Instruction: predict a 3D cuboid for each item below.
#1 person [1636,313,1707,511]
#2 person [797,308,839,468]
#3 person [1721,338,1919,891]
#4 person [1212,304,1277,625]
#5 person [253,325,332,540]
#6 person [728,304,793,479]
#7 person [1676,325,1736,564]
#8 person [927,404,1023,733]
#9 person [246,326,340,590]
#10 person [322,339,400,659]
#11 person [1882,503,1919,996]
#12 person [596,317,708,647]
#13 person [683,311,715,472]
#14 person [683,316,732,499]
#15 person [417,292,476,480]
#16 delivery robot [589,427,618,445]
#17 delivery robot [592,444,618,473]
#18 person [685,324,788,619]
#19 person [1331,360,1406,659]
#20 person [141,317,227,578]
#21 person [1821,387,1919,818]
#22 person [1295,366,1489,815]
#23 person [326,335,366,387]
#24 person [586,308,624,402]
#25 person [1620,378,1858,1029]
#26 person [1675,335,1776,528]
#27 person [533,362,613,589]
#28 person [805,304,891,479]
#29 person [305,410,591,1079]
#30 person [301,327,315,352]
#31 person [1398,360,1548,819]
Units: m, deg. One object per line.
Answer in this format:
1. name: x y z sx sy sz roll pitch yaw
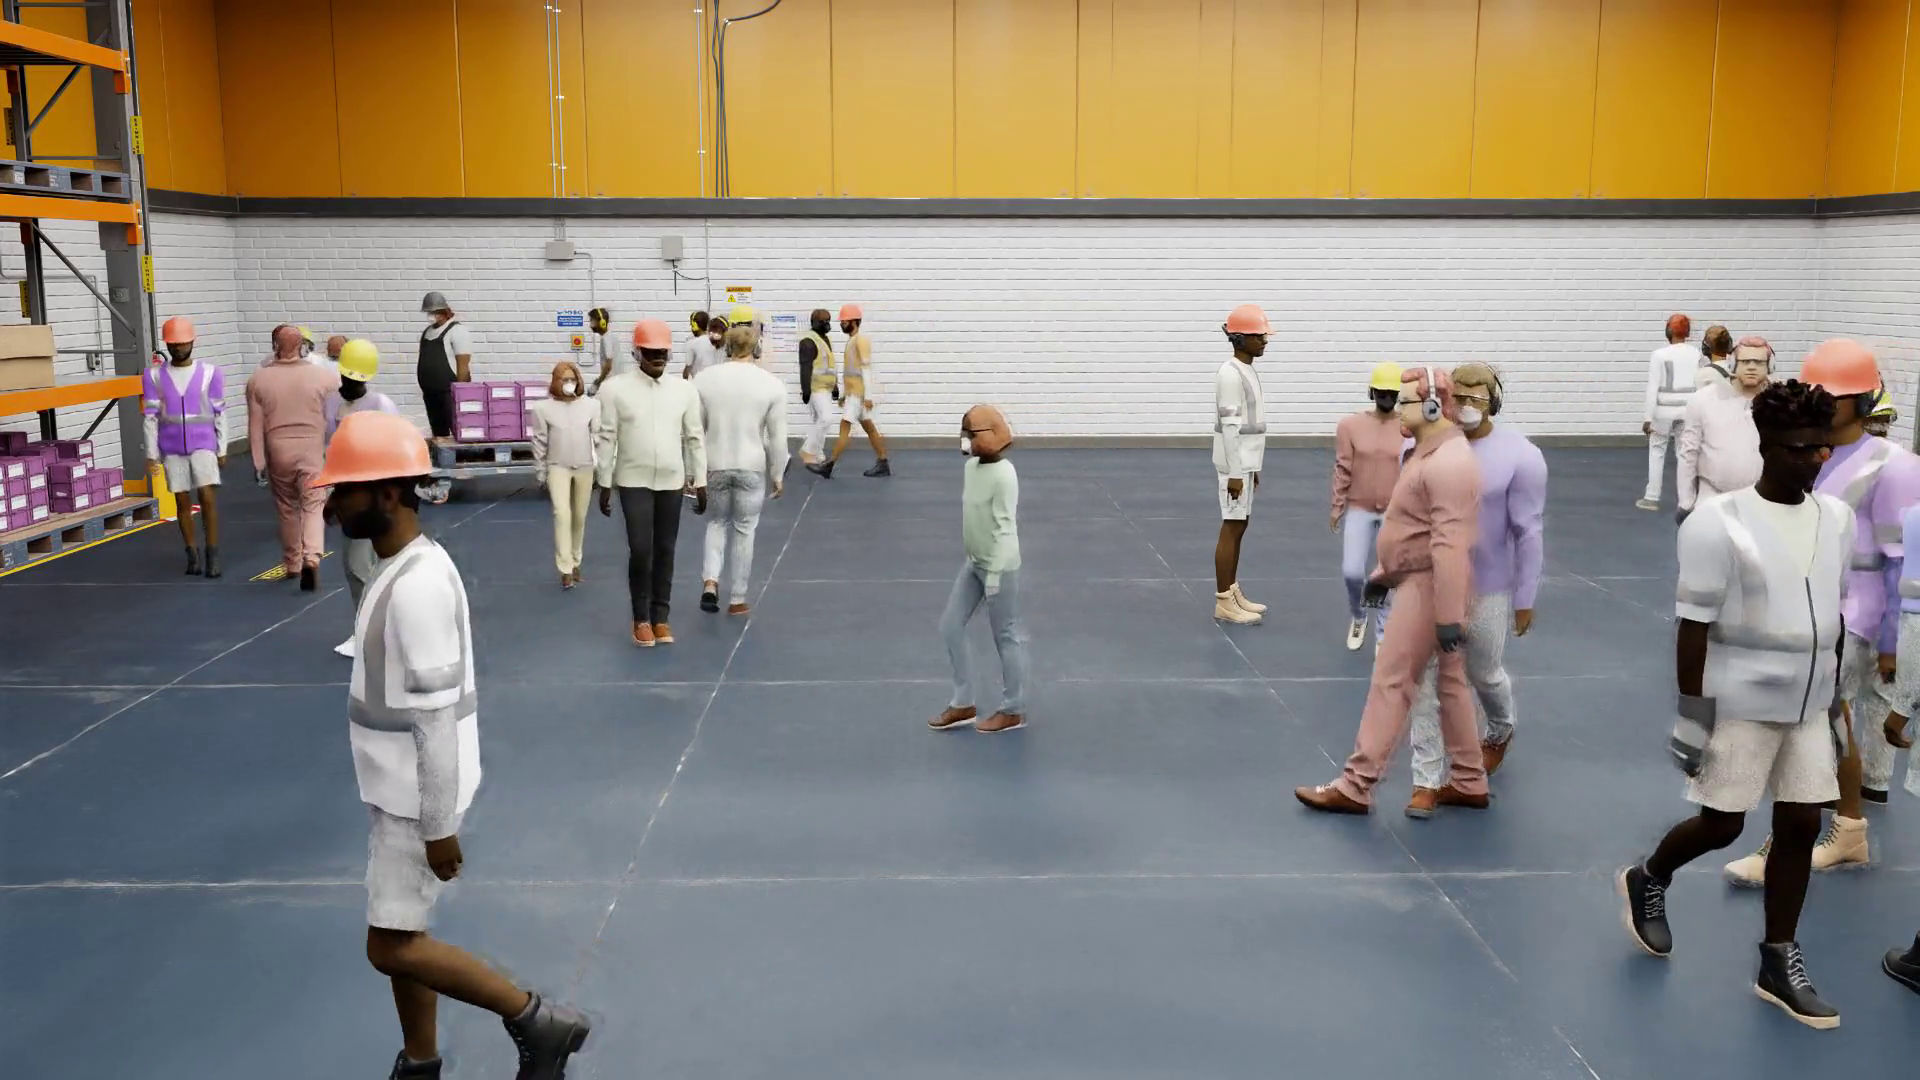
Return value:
1. person: 6.638 -1.164 15.402 0.596 1.862 0.803 -2 9 -10
2. person: -1.582 -1.712 18.875 0.443 1.823 0.632 2 9 12
3. person: 3.088 0.278 6.088 0.820 2.008 0.628 -1 9 -6
4. person: 1.819 -0.485 10.680 0.378 2.044 0.608 3 10 18
5. person: -5.555 -0.881 13.866 0.647 1.796 0.905 -1 9 -7
6. person: -2.133 -1.488 17.245 0.666 1.905 0.603 0 9 0
7. person: 5.729 -0.705 12.645 0.505 1.842 0.347 -4 10 -25
8. person: 0.059 0.153 8.042 0.582 1.610 0.531 -4 10 -25
9. person: -4.733 -0.593 11.905 0.653 1.872 0.914 -2 9 -12
10. person: -3.452 -0.230 9.632 0.626 1.877 0.485 7 11 36
11. person: 3.151 0.472 5.143 0.547 1.934 0.375 1 9 9
12. person: -1.812 -0.333 9.939 0.651 1.975 0.547 -5 10 -27
13. person: -2.739 -1.594 18.182 0.959 1.819 0.574 7 12 38
14. person: -2.381 -1.274 16.228 0.938 1.811 0.593 -6 11 -32
15. person: -5.586 -1.661 17.898 0.702 2.000 0.533 7 11 35
16. delivery robot: -4.035 -0.978 17.964 0.707 0.478 0.477 -6 11 -32
17. delivery robot: -3.626 -0.848 17.166 0.707 0.478 0.477 -2 9 -14
18. person: -1.438 -0.432 10.772 0.666 1.907 0.468 1 9 4
19. person: 2.412 -0.158 9.559 0.544 1.750 0.367 3 10 15
20. person: -5.654 -0.662 12.137 0.557 1.910 0.717 -3 10 -19
21. person: 3.699 0.240 6.898 0.589 1.827 0.404 -3 10 -15
22. person: 1.860 0.216 6.905 0.790 1.869 0.662 3 10 16
23. person: -6.118 -1.209 16.409 0.528 1.623 0.566 0 9 3
24. person: -4.012 -1.748 19.104 0.567 1.821 0.537 -1 9 -8
25. person: 2.466 0.464 5.161 0.638 1.955 0.661 -3 10 -15
26. person: 4.402 -0.203 9.389 0.669 1.894 0.432 4 10 23
27. person: -2.743 -0.457 11.850 0.505 1.602 0.749 -5 10 -27
28. person: -1.203 -1.601 18.000 0.994 1.880 0.565 -3 10 -15
29. person: -1.352 0.619 4.296 0.565 1.917 0.551 -3 10 -20
30. person: -6.199 -1.154 15.775 0.517 1.720 0.920 -8 13 -42
31. person: 2.172 0.175 7.081 0.629 1.905 0.929 6 11 32
